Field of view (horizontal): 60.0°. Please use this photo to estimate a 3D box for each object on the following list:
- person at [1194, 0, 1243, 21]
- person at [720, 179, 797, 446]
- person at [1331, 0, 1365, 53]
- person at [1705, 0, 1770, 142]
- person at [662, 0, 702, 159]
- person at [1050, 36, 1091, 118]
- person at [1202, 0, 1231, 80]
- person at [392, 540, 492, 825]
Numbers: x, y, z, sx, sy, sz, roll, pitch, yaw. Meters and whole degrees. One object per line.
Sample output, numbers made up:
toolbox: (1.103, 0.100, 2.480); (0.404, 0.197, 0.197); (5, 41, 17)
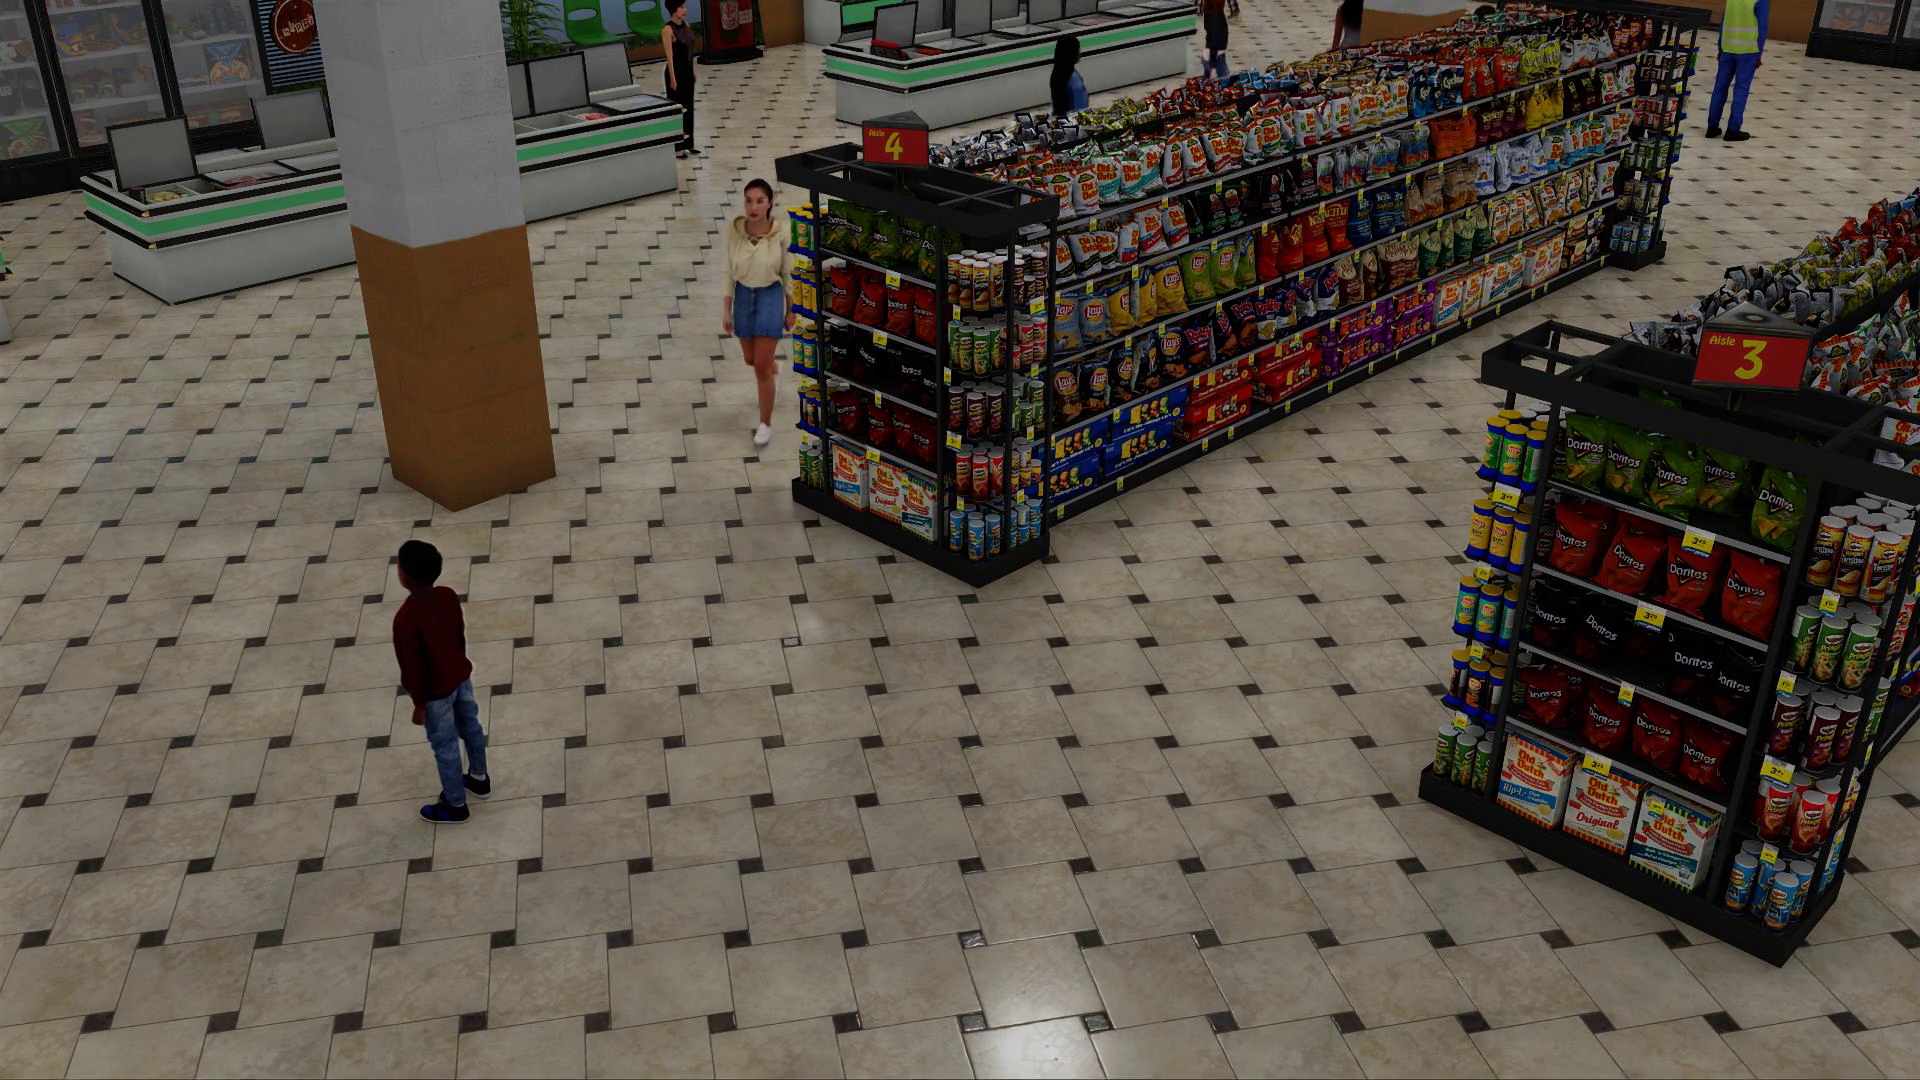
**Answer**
person: (3.742, -8.295, 23.608); (1.166, 1.803, 0.893); (-15, 31, -28)
person: (-1.227, -1.449, 10.326); (0.976, 1.606, 1.148); (6, 27, 11)
person: (3.837, -4.646, 16.495); (1.094, 1.729, 0.600); (-24, 35, -39)
person: (8.096, -5.086, 17.273); (0.630, 1.810, 0.699); (-18, 32, -31)
person: (-2.806, -4.646, 16.636); (0.695, 1.601, 0.572); (11, 29, 21)
person: (0.817, -3.323, 13.939); (1.168, 1.681, 0.918); (-9, 28, -17)
person: (2.439, -4.698, 16.540); (0.855, 1.781, 0.801); (2, 27, 5)
person: (-2.102, 0.567, 6.741); (0.634, 1.254, 0.532); (9, 28, 18)
